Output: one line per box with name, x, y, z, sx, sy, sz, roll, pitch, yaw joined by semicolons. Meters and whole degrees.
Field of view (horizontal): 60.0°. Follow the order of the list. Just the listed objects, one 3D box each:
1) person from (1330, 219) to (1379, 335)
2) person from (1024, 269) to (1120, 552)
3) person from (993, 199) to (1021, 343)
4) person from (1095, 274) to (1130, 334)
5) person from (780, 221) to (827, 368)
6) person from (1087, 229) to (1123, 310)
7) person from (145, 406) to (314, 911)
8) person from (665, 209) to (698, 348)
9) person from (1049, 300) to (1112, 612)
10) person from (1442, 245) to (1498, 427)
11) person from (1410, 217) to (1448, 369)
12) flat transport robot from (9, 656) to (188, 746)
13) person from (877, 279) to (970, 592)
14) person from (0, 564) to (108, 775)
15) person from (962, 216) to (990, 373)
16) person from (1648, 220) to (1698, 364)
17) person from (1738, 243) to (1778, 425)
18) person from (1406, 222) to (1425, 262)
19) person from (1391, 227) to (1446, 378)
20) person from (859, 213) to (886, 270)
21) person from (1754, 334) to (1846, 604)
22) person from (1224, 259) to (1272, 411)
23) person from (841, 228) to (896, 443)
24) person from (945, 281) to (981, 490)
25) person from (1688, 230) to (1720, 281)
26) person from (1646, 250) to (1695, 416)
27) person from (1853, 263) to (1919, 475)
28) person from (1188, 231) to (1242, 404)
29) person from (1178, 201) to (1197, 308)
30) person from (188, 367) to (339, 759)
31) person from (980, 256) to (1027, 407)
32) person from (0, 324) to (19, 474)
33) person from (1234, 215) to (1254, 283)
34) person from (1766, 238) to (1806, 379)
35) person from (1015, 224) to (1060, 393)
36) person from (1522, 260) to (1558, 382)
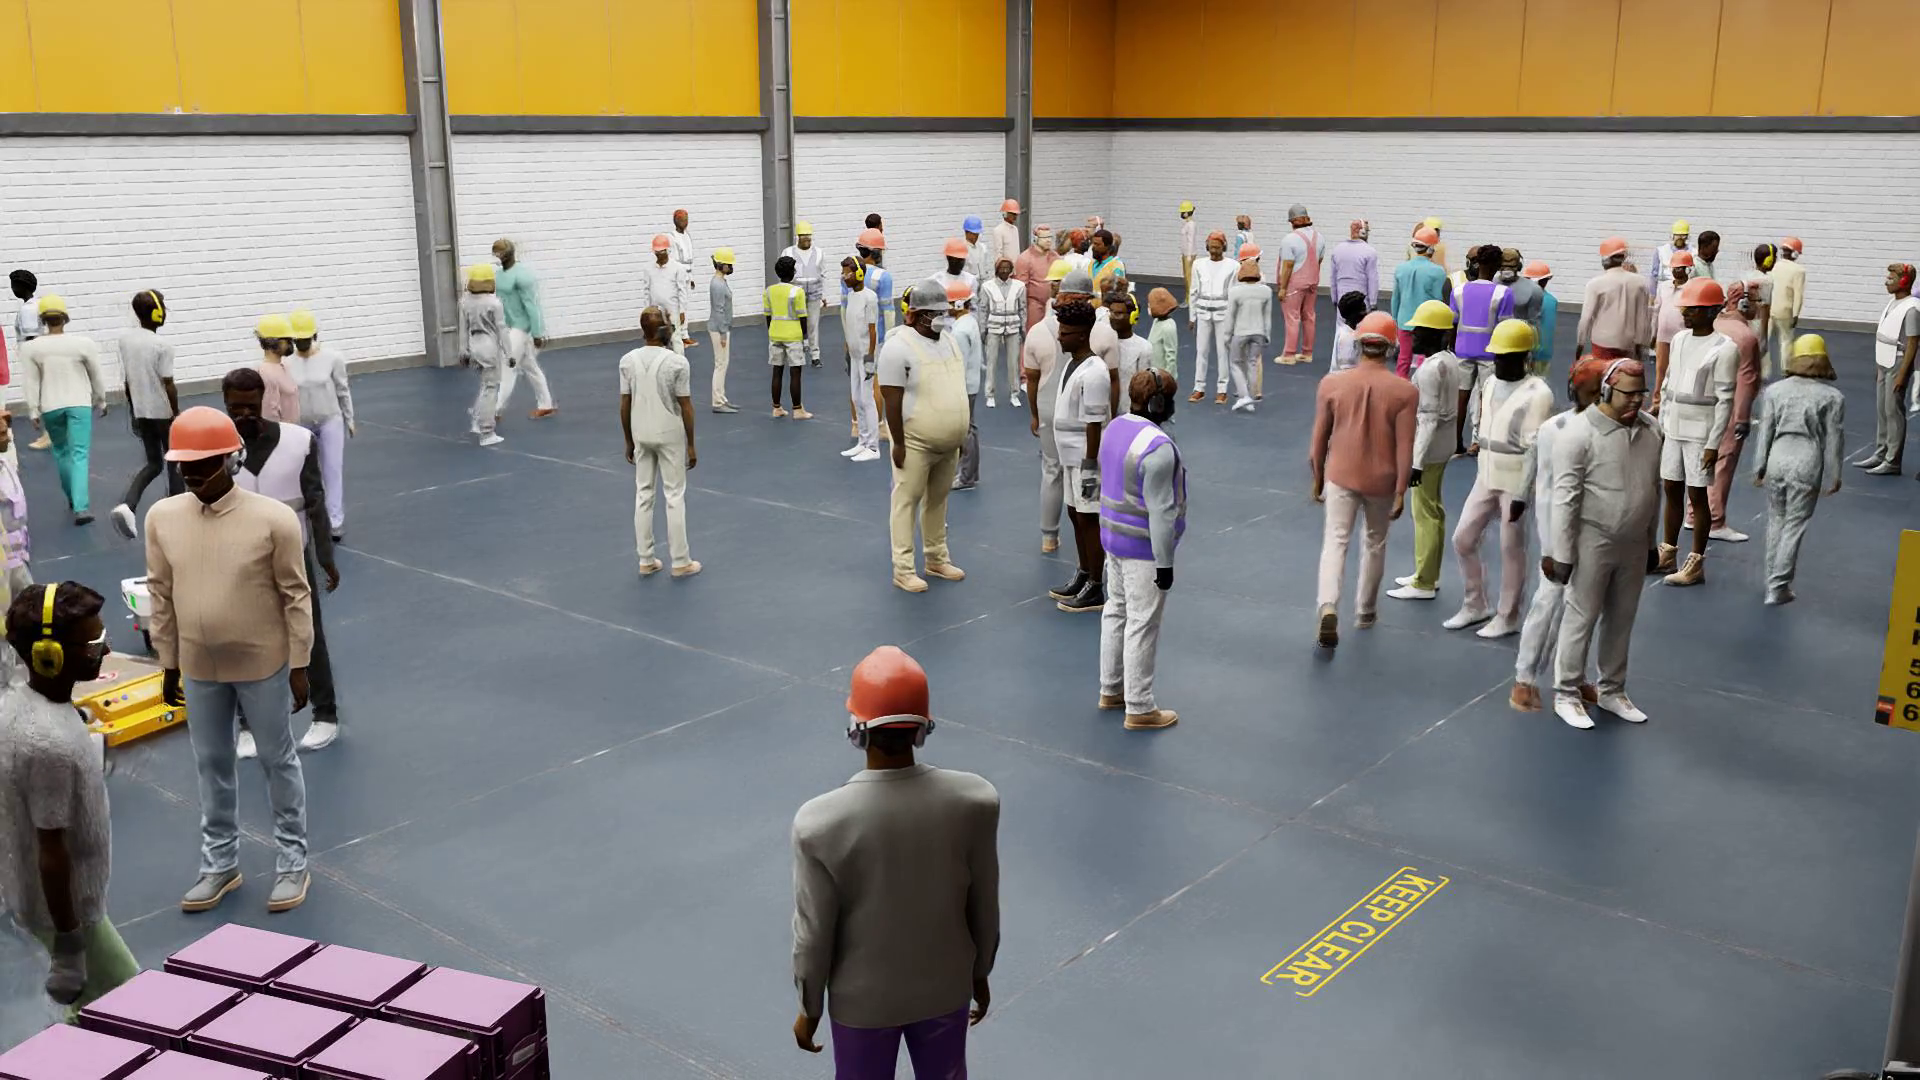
person;4.777;-2.908;20.070;0.409;1.905;0.652;-12;18;-40
person;0.817;-0.914;11.825;0.674;2.000;0.535;4;15;17
person;0.674;-3.770;23.337;0.392;1.990;0.623;7;16;26
person;1.196;-1.234;13.514;0.338;1.836;0.517;-5;15;-20
person;-1.948;-3.066;20.837;0.599;1.836;0.404;-4;15;-16
person;1.533;-2.361;17.852;0.392;1.922;0.591;-8;16;-28
person;-2.796;0.469;6.393;0.612;1.994;0.395;1;14;2
person;-3.823;-3.578;22.790;0.342;1.881;0.579;5;15;21
person;0.760;-0.526;10.458;0.373;1.958;0.599;-3;14;-13
person;5.103;-2.008;16.602;0.627;1.844;0.429;0;14;0
person;5.795;-3.043;20.666;0.647;1.889;0.664;12;18;39
flat transport robot;-4.623;0.774;8.669;1.431;0.197;0.652;7;16;25
person;-0.185;-0.694;10.949;0.536;2.000;0.673;12;19;40
person;-4.260;0.416;7.392;0.679;1.610;0.537;-5;15;-21
person;0.131;-2.991;20.355;0.624;1.932;0.421;-13;19;-42
person;9.080;-3.140;21.143;0.591;1.834;0.404;4;15;16
person;8.006;-2.068;16.827;0.444;1.847;0.540;-3;14;-13
person;6.635;-3.759;24.015;0.281;1.636;0.500;-8;16;-30
person;4.697;-2.192;17.023;0.393;1.995;0.612;-12;18;-40
person;-1.098;-3.156;21.025;0.382;1.921;0.597;-6;15;-22
person;5.394;-0.456;10.641;0.593;1.720;0.501;-11;18;-37
person;3.071;-2.159;17.655;0.517;1.623;0.420;-2;14;-8
person;-0.851;-1.964;16.017;0.615;2.041;0.385;10;17;36
person;-0.005;-1.299;13.967;0.347;1.743;0.565;2;14;7
person;7.857;-2.348;17.809;0.396;1.917;0.590;12;19;40
person;7.383;-2.112;17.195;0.326;1.752;0.563;-9;17;-32
person;8.159;-1.483;14.496;0.372;1.843;0.570;3;14;11
person;2.787;-2.434;18.217;0.575;1.885;0.356;6;15;24
person;3.775;-4.742;27.703;0.339;1.761;0.524;-1;14;-2
person;-3.359;0.100;8.066;0.660;1.908;0.472;-6;15;-23
person;0.466;-2.248;17.990;0.518;1.632;0.313;-2;14;-8
person;-8.430;-1.405;14.402;0.352;1.739;0.575;-9;17;-33
person;4.432;-4.248;25.988;0.316;1.630;0.511;9;17;32
person;9.713;-2.710;19.674;0.875;1.693;0.590;-11;18;-37
person;0.932;-2.633;18.969;0.652;1.906;0.402;-12;18;-40
person;5.460;-1.783;15.877;0.339;1.752;0.564;12;18;40
